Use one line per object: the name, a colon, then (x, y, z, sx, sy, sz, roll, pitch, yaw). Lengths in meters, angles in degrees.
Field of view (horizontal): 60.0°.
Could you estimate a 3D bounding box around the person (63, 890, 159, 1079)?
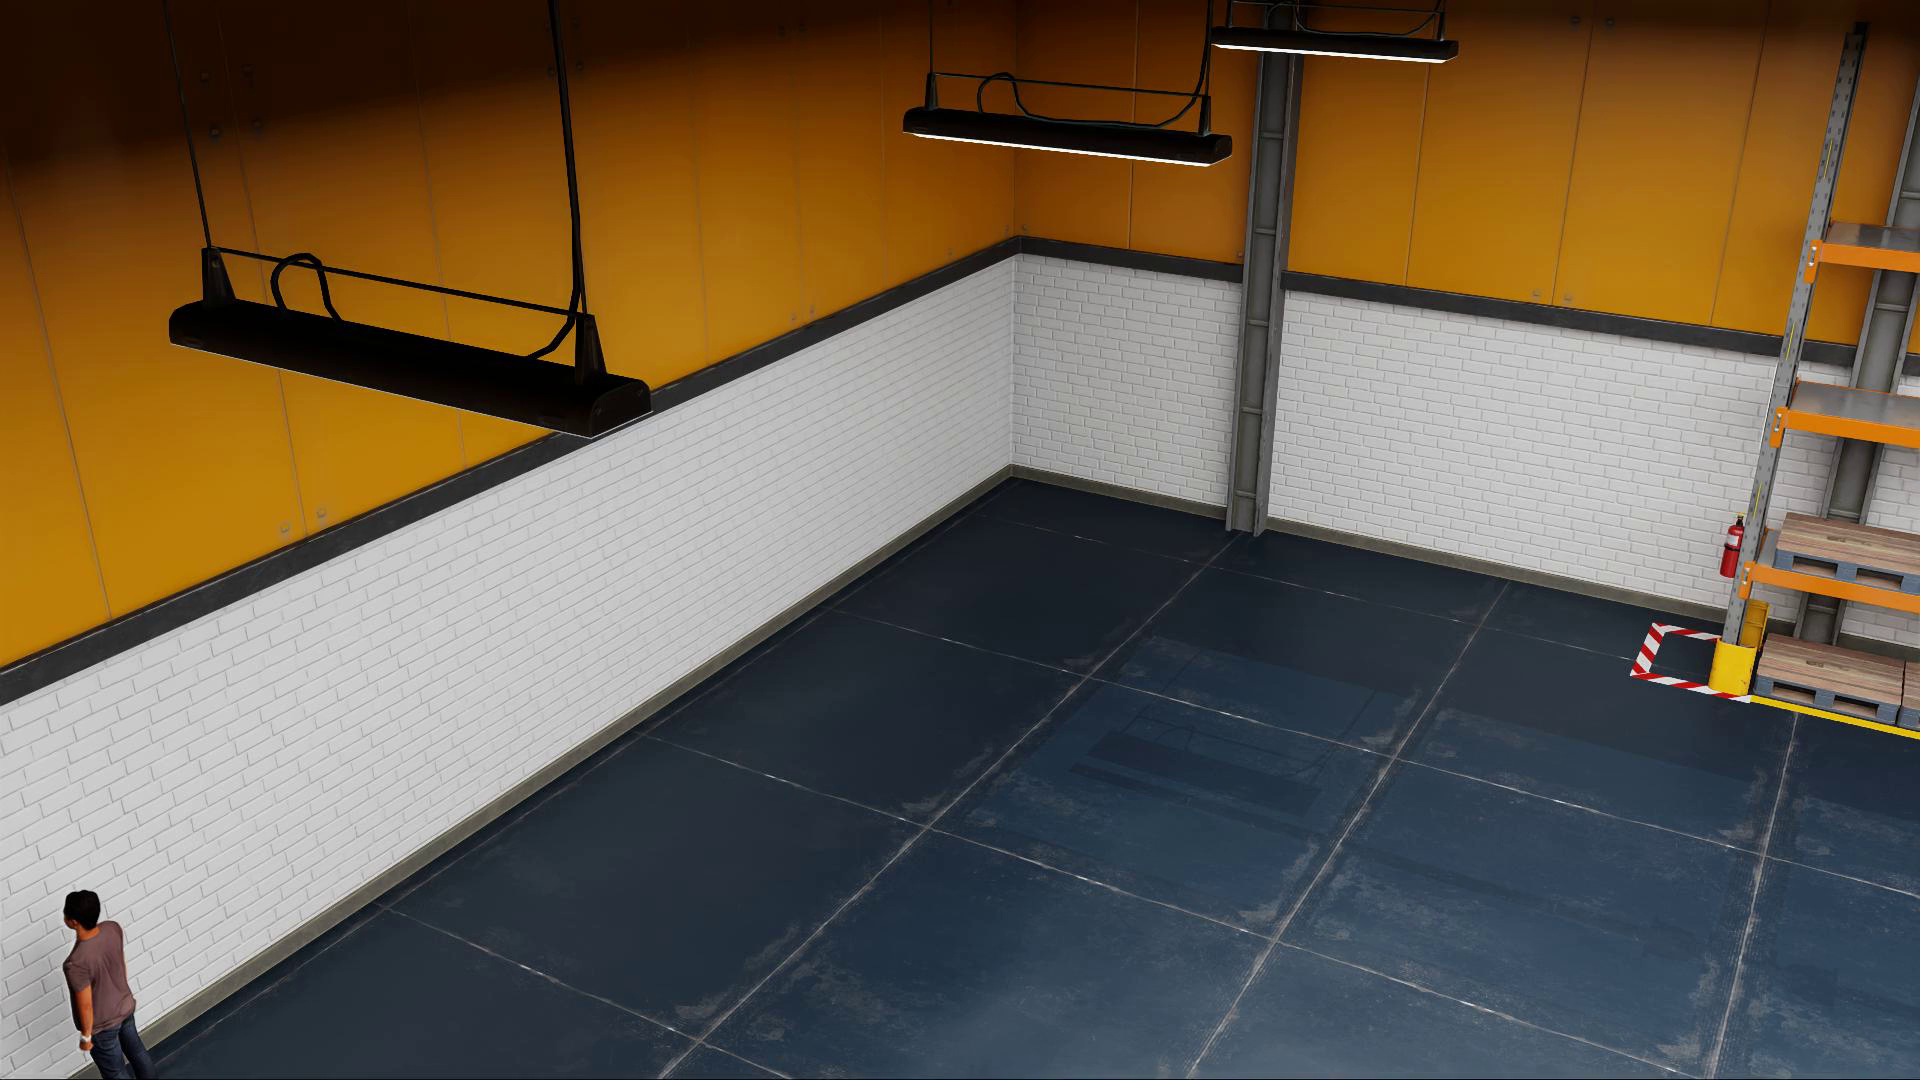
person: (-5.213, 2.900, 10.200, 0.679, 1.779, 0.700, 3, 24, 6)
